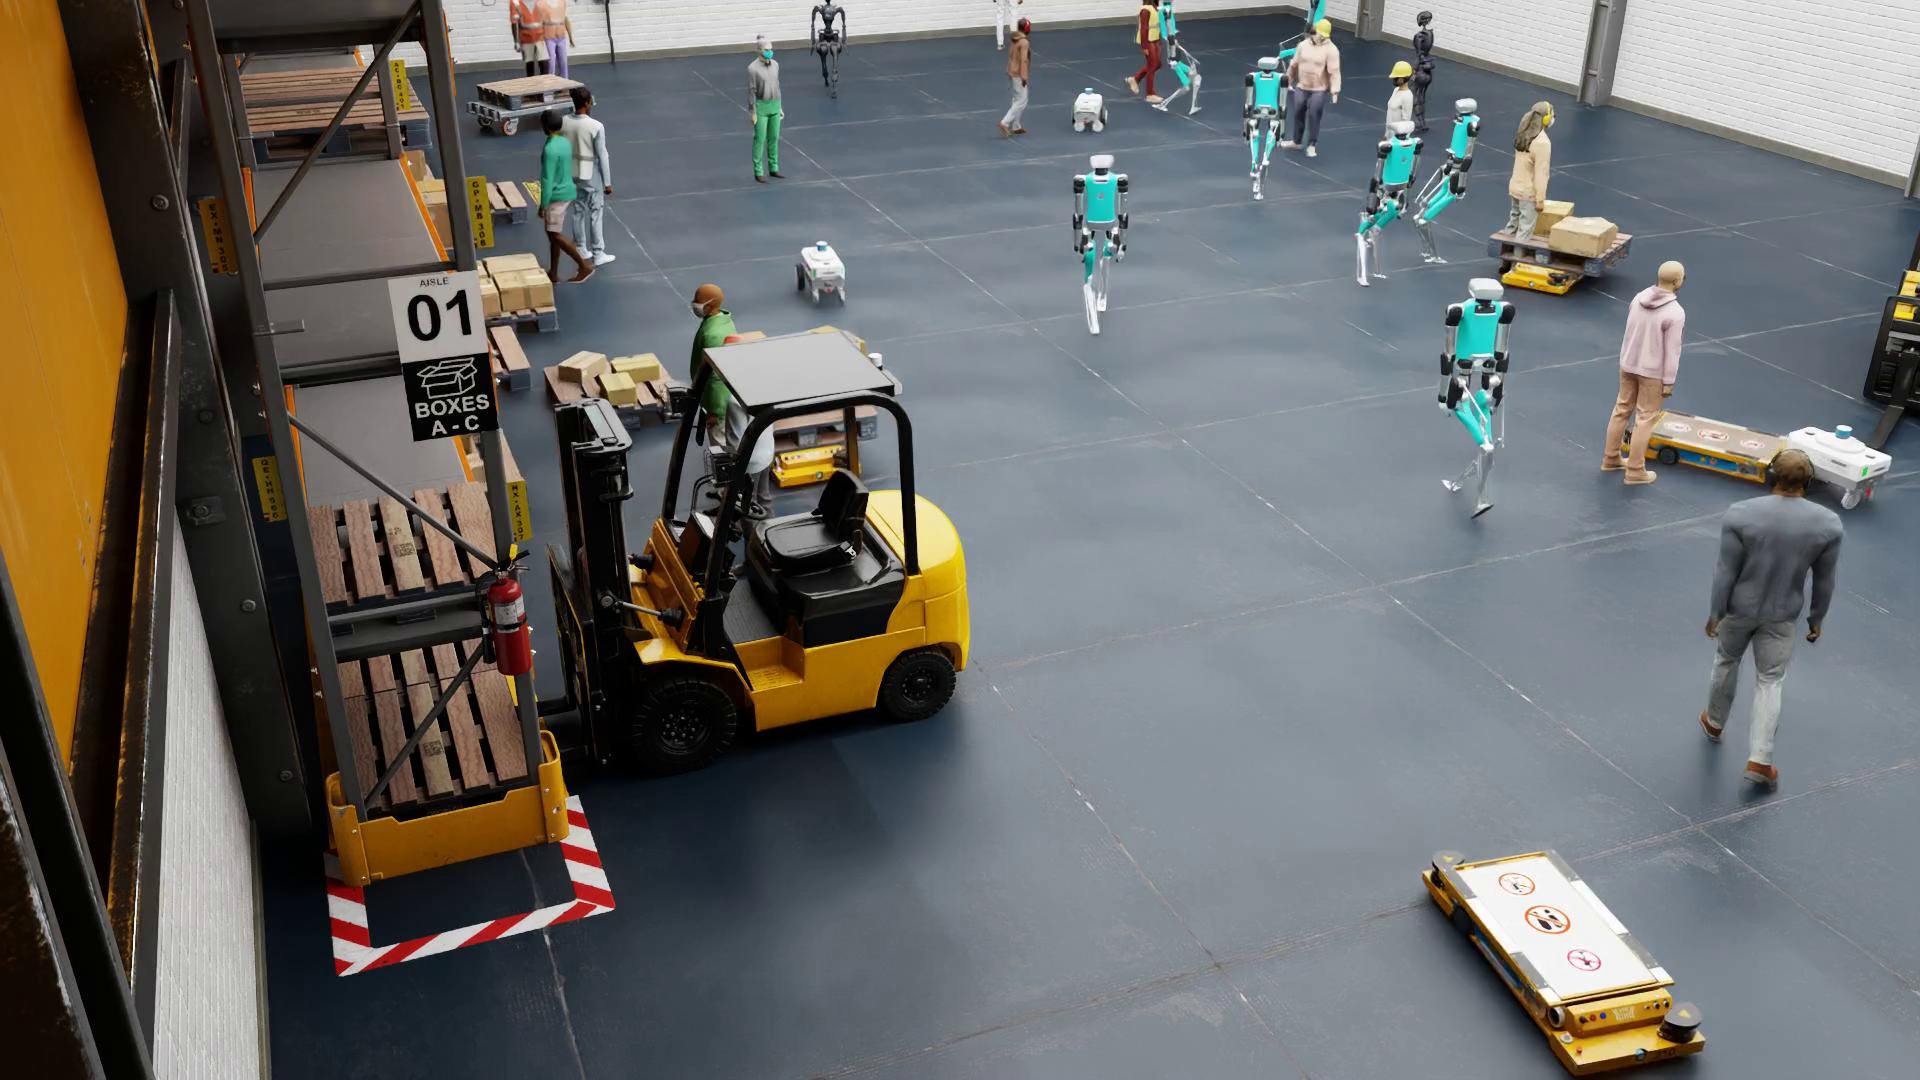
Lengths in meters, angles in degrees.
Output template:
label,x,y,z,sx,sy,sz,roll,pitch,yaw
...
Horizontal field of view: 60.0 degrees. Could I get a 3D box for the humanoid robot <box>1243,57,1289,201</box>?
label,x,y,z,sx,sy,sz,roll,pitch,yaw
humanoid robot,3.647,-4.910,20.132,0.546,1.727,1.027,8,28,16

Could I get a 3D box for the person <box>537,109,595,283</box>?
label,x,y,z,sx,sy,sz,roll,pitch,yaw
person,-4.192,-3.559,17.347,0.637,1.818,0.557,2,27,3

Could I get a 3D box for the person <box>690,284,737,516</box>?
label,x,y,z,sx,sy,sz,roll,pitch,yaw
person,-1.802,-1.045,12.380,0.384,1.782,0.551,0,27,-1

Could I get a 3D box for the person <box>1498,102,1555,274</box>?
label,x,y,z,sx,sy,sz,roll,pitch,yaw
person,5.953,-3.659,17.489,0.390,1.872,0.564,-4,27,-8

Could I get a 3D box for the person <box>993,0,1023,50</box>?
label,x,y,z,sx,sy,sz,roll,pitch,yaw
person,0.835,-9.607,29.299,0.573,1.883,0.356,8,28,16

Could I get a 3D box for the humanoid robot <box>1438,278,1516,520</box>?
label,x,y,z,sx,sy,sz,roll,pitch,yaw
humanoid robot,3.920,-0.976,12.360,0.531,1.782,1.034,-4,27,-9

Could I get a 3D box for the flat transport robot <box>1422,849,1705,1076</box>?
label,x,y,z,sx,sy,sz,roll,pitch,yaw
flat transport robot,2.882,1.977,8.055,0.659,0.231,1.431,-6,27,-12

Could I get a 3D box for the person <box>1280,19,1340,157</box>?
label,x,y,z,sx,sy,sz,roll,pitch,yaw
person,4.733,-6.079,22.352,0.856,1.821,0.451,20,33,34

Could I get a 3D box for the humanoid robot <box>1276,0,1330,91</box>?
label,x,y,z,sx,sy,sz,roll,pitch,yaw
humanoid robot,5.284,-7.720,25.701,0.987,1.728,0.544,14,30,26

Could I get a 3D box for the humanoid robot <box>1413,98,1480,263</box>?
label,x,y,z,sx,sy,sz,roll,pitch,yaw
humanoid robot,5.208,-3.877,18.079,0.677,1.796,0.539,-1,27,-3

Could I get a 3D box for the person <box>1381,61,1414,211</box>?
label,x,y,z,sx,sy,sz,roll,pitch,yaw
person,5.222,-4.843,19.955,0.311,1.766,0.522,-3,27,-6

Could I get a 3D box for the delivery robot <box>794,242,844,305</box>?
label,x,y,z,sx,sy,sz,roll,pitch,yaw
delivery robot,-1.419,-2.782,17.194,0.499,0.587,0.762,-7,27,-13

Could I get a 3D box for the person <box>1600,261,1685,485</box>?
label,x,y,z,sx,sy,sz,roll,pitch,yaw
person,5.308,-1.295,12.891,0.410,1.776,0.521,-12,29,-22

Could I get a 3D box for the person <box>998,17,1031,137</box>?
label,x,y,z,sx,sy,sz,roll,pitch,yaw
person,0.769,-6.520,23.440,0.515,1.623,0.486,-10,28,-18

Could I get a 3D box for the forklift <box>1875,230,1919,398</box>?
label,x,y,z,sx,sy,sz,roll,pitch,yaw
forklift,9.029,-2.397,14.618,1.214,2.155,2.313,18,32,32

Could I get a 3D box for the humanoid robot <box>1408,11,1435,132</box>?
label,x,y,z,sx,sy,sz,roll,pitch,yaw
humanoid robot,6.611,-6.672,23.690,0.409,1.641,0.601,14,30,26

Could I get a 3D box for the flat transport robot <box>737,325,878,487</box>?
label,x,y,z,sx,sy,sz,roll,pitch,yaw
flat transport robot,-1.381,-0.826,13.630,0.659,0.231,1.431,-10,29,-20

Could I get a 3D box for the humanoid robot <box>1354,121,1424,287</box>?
label,x,y,z,sx,sy,sz,roll,pitch,yaw
humanoid robot,4.355,-3.532,17.381,0.537,1.789,0.791,-12,29,-22

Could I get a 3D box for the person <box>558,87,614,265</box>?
label,x,y,z,sx,sy,sz,roll,pitch,yaw
person,-4.039,-3.915,17.958,0.596,1.908,0.411,11,29,20

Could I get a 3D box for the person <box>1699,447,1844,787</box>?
label,x,y,z,sx,sy,sz,roll,pitch,yaw
person,4.526,0.438,9.329,0.648,1.892,0.840,8,28,15

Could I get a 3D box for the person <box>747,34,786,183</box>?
label,x,y,z,sx,sy,sz,roll,pitch,yaw
person,-2.469,-5.501,21.177,0.325,1.842,0.523,23,35,38

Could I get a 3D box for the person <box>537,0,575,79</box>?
label,x,y,z,sx,sy,sz,roll,pitch,yaw
person,-6.215,-7.674,25.512,0.420,1.833,0.568,23,35,38

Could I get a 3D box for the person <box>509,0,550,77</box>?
label,x,y,z,sx,sy,sz,roll,pitch,yaw
person,-6.491,-7.608,25.282,0.610,1.924,0.860,-8,28,-16

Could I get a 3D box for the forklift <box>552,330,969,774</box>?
label,x,y,z,sx,sy,sz,roll,pitch,yaw
forklift,-1.094,0.010,9.831,2.313,2.155,1.214,-10,28,-20

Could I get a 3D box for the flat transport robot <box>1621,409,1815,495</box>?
label,x,y,z,sx,sy,sz,roll,pitch,yaw
flat transport robot,6.151,-0.728,13.436,1.431,0.231,0.659,20,33,34

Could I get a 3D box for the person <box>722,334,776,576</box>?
label,x,y,z,sx,sy,sz,roll,pitch,yaw
person,-1.477,-0.587,11.515,0.352,1.742,0.572,8,28,15

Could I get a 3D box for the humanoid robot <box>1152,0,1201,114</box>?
label,x,y,z,sx,sy,sz,roll,pitch,yaw
humanoid robot,3.337,-7.188,24.639,0.942,1.733,0.580,0,27,0

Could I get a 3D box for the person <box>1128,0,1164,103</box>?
label,x,y,z,sx,sy,sz,roll,pitch,yaw
person,2.888,-7.621,25.492,0.577,1.752,0.485,13,30,25

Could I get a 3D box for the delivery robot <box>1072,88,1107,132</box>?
label,x,y,z,sx,sy,sz,roll,pitch,yaw
delivery robot,1.868,-6.231,24.055,0.525,0.587,0.758,5,27,10

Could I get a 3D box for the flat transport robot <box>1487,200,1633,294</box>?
label,x,y,z,sx,sy,sz,roll,pitch,yaw
flat transport robot,6.403,-2.952,17.860,0.659,0.231,1.431,19,33,33

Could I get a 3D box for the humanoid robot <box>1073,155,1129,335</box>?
label,x,y,z,sx,sy,sz,roll,pitch,yaw
humanoid robot,1.361,-2.948,16.278,0.540,1.782,1.030,1,27,3

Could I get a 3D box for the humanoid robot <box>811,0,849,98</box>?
label,x,y,z,sx,sy,sz,roll,pitch,yaw
humanoid robot,-2.038,-7.776,25.945,0.596,1.630,0.788,-1,27,-2

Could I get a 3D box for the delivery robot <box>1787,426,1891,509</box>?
label,x,y,z,sx,sy,sz,roll,pitch,yaw
delivery robot,6.754,-0.599,12.877,0.522,0.609,0.780,-14,30,-26
